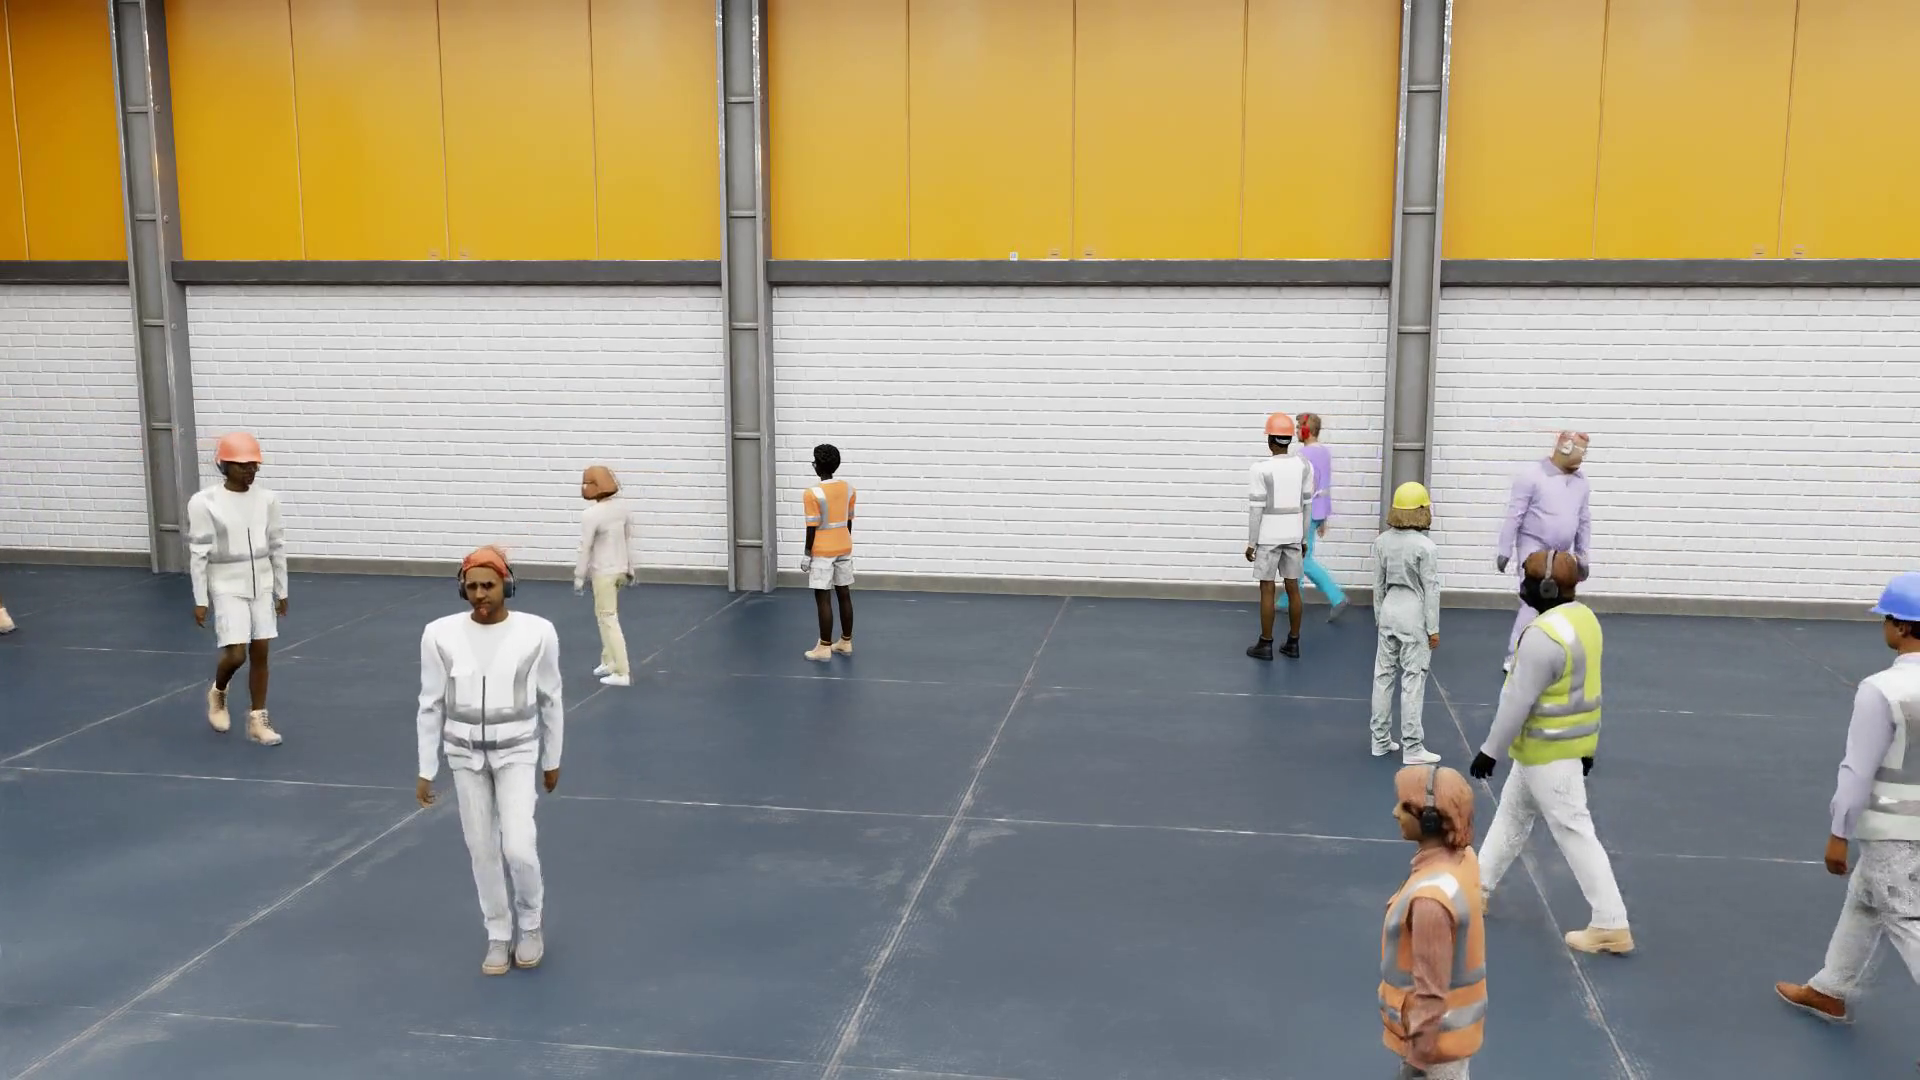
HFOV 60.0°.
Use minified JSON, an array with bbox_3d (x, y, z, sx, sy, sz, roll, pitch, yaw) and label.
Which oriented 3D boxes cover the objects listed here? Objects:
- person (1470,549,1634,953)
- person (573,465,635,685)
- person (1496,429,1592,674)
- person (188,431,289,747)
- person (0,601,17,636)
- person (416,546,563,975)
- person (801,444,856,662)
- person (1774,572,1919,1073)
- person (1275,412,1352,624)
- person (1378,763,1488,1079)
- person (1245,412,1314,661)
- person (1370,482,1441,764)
[{"bbox_3d":[2.646,0.933,7.538,0.986,1.796,0.638,6,11,32],"label":"person"},{"bbox_3d":[-2.644,0.257,12.201,0.577,1.609,0.527,4,10,26],"label":"person"},{"bbox_3d":[4.375,0.109,12.374,0.720,1.863,0.507,-4,10,-25],"label":"person"},{"bbox_3d":[-4.595,0.312,10.604,0.523,2.030,0.638,7,11,36],"label":"person"},{"bbox_3d":[-8.232,-0.154,13.575,0.674,2.049,0.623,0,9,1],"label":"person"},{"bbox_3d":[-2.013,0.957,7.130,0.581,1.868,0.430,0,9,-2],"label":"person"},{"bbox_3d":[-1.028,0.096,12.962,0.319,1.697,0.532,7,12,39],"label":"person"},{"bbox_3d":[3.613,1.068,6.347,0.619,1.905,0.977,-5,10,-27],"label":"person"},{"bbox_3d":[3.030,-0.198,14.400,0.757,1.830,0.597,5,11,29],"label":"person"},{"bbox_3d":[1.366,1.445,4.827,0.310,1.636,0.522,4,10,23],"label":"person"},{"bbox_3d":[2.472,-0.025,12.968,0.543,1.939,0.356,-3,10,-18],"label":"person"},{"bbox_3d":[2.763,0.508,10.277,0.288,1.746,0.487,-6,11,-35],"label":"person"}]
